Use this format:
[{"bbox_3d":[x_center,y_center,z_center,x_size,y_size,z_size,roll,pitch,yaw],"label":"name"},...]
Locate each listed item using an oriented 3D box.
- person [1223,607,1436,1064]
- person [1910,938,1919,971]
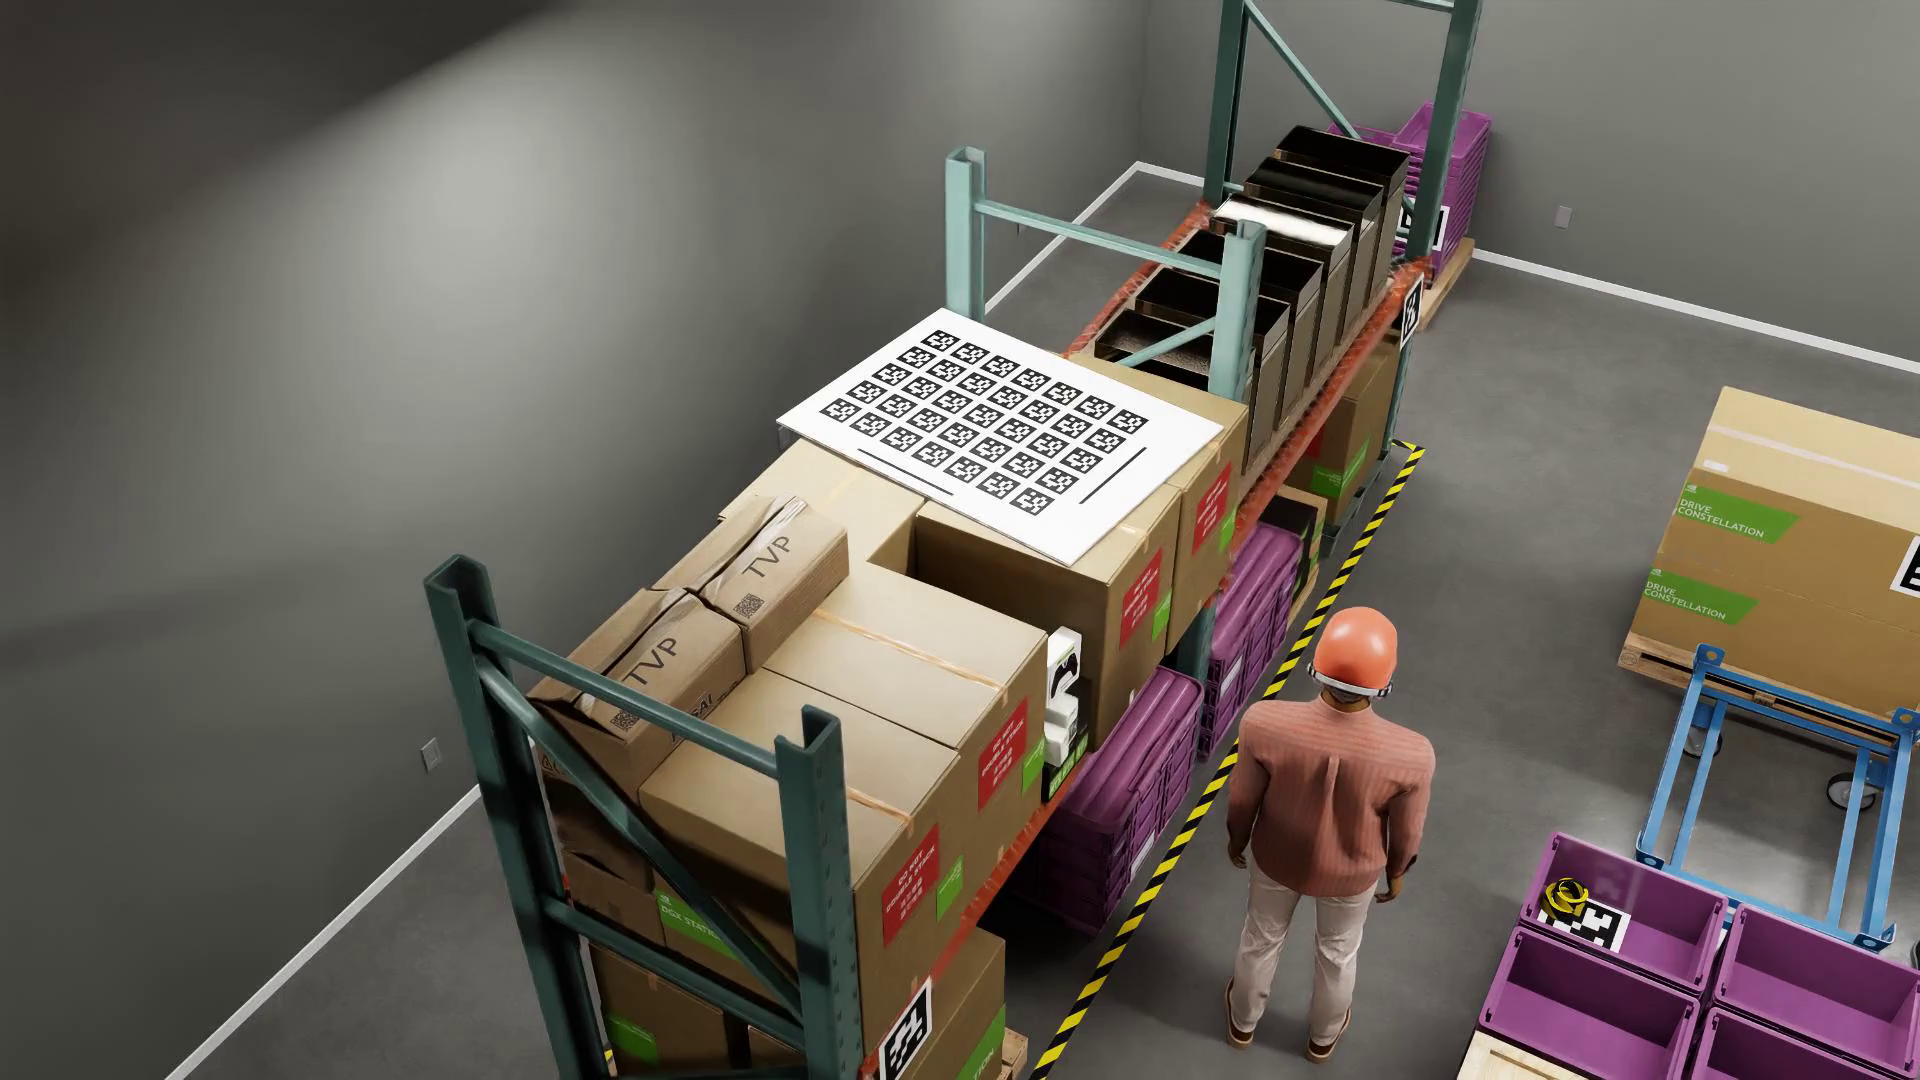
[{"bbox_3d":[1.153,0.995,5.368,0.610,1.995,0.375,10,41,12],"label":"person"},{"bbox_3d":[3.710,0.949,5.547,0.593,1.833,0.404,23,45,25],"label":"person"}]
